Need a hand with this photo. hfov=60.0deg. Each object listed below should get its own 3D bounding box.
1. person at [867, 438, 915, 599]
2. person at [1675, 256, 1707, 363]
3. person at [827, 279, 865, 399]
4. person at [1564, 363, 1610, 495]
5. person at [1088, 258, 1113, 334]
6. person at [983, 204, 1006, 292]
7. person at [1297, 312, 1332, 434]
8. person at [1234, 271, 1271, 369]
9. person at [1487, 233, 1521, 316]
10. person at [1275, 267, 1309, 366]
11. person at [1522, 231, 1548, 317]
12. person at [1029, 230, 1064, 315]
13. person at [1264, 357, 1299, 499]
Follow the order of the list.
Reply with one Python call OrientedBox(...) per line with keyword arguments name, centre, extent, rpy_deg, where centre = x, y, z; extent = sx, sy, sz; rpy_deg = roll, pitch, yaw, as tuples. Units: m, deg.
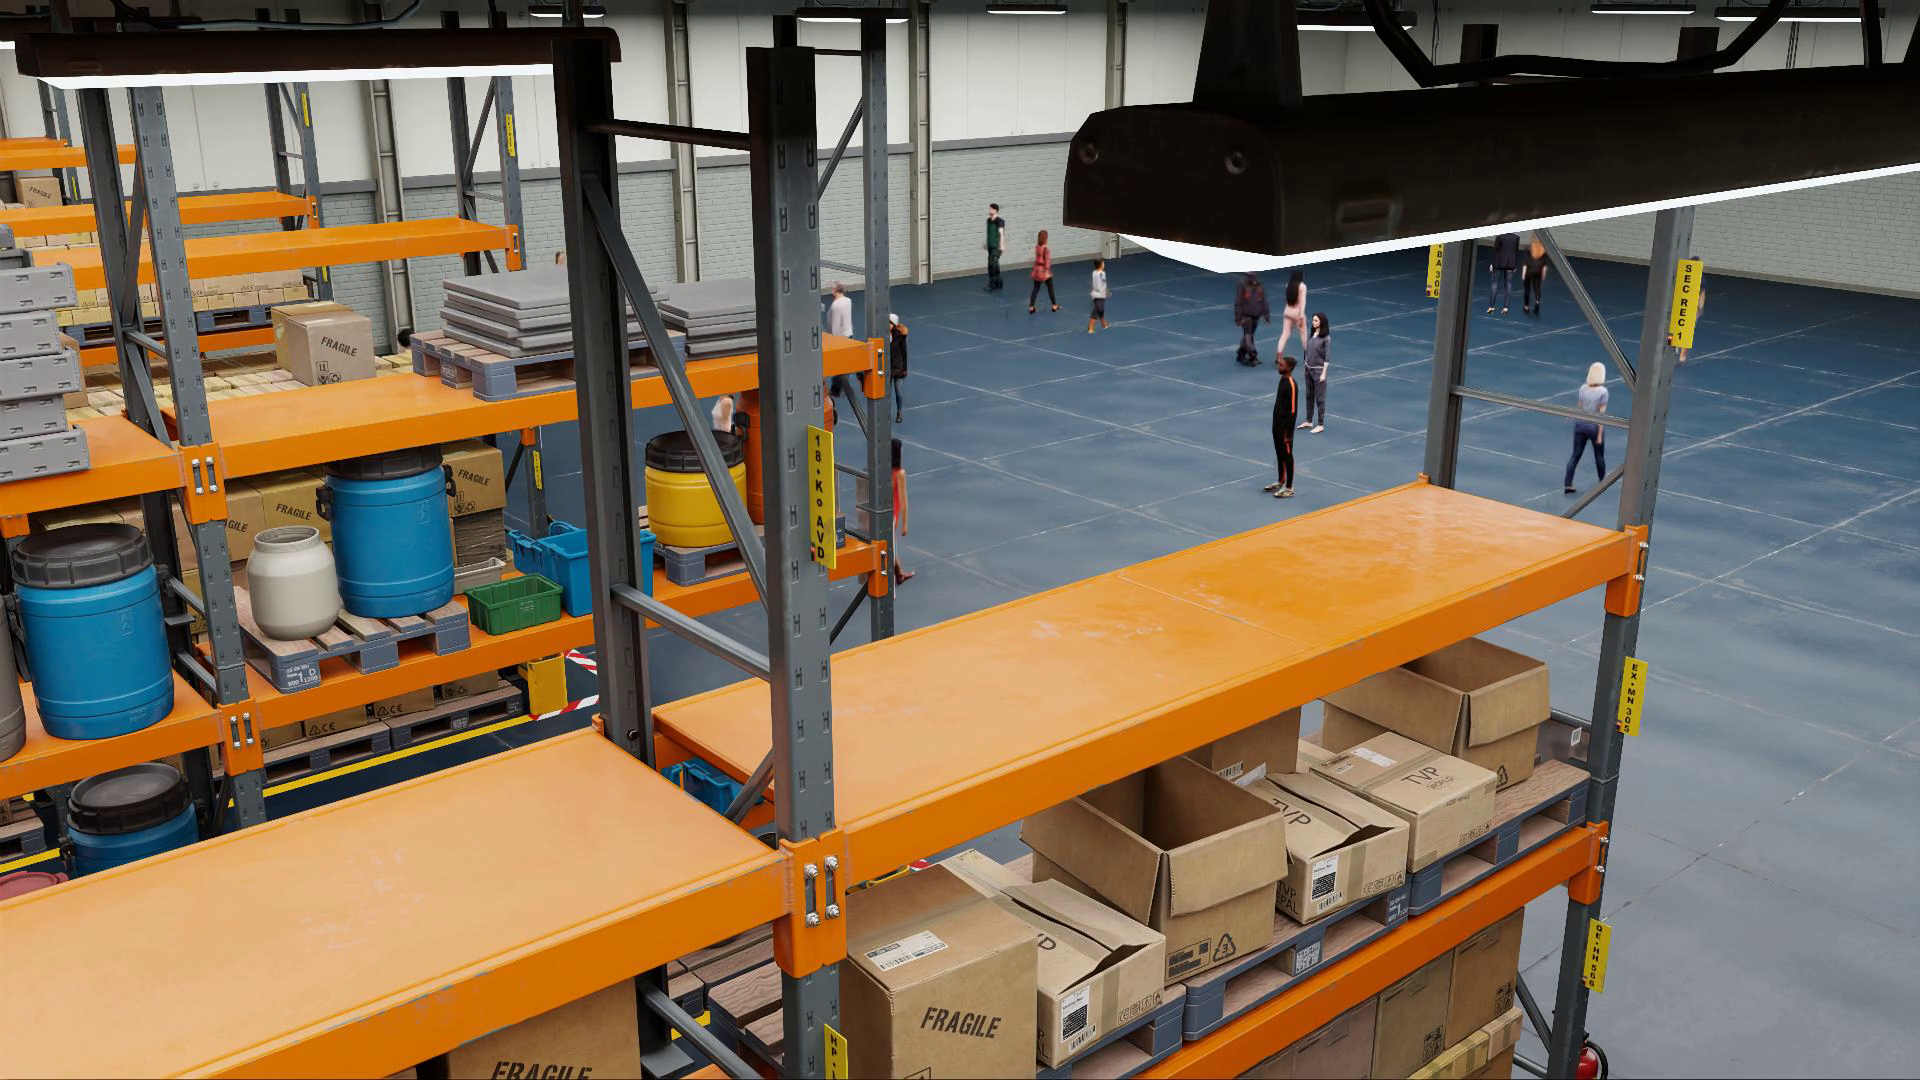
OrientedBox(name="person", centre=(-0.816, -0.207, 17.606), extent=(0.985, 1.675, 0.657), rpy_deg=(-16, 24, -40))
OrientedBox(name="person", centre=(12.715, -4.014, 29.037), extent=(0.703, 1.835, 0.715), rpy_deg=(10, 21, 29))
OrientedBox(name="person", centre=(-1.807, -3.176, 26.369), extent=(1.062, 1.893, 1.112), rpy_deg=(8, 20, 22))
OrientedBox(name="person", centre=(7.970, -1.381, 21.204), extent=(1.064, 1.680, 0.587), rpy_deg=(-14, 23, -37))
OrientedBox(name="person", centre=(2.621, -4.700, 31.813), extent=(0.999, 1.420, 0.582), rpy_deg=(-16, 24, -40))
OrientedBox(name="person", centre=(0.829, -6.360, 36.166), extent=(0.857, 1.882, 0.756), rpy_deg=(-11, 21, -31))
OrientedBox(name="person", centre=(5.241, -2.477, 24.429), extent=(0.570, 1.765, 0.631), rpy_deg=(-10, 20, -28))
OrientedBox(name="person", centre=(4.962, -3.894, 28.736), extent=(1.186, 1.792, 1.002), rpy_deg=(-8, 20, -22))
OrientedBox(name="person", centre=(9.885, -5.010, 30.338), extent=(0.821, 1.783, 0.793), rpy_deg=(1, 18, 4))
OrientedBox(name="person", centre=(5.701, -3.813, 28.705), extent=(1.165, 1.658, 0.635), rpy_deg=(-14, 23, -37))
OrientedBox(name="person", centre=(11.508, -5.329, 33.304), extent=(1.028, 1.694, 1.106), rpy_deg=(2, 18, 6))
OrientedBox(name="person", centre=(1.592, -5.354, 33.426), extent=(0.993, 1.664, 0.674), rpy_deg=(-12, 22, -34))
OrientedBox(name="person", centre=(4.147, -1.454, 21.219), extent=(0.711, 1.807, 0.707), rpy_deg=(-3, 18, -9))
